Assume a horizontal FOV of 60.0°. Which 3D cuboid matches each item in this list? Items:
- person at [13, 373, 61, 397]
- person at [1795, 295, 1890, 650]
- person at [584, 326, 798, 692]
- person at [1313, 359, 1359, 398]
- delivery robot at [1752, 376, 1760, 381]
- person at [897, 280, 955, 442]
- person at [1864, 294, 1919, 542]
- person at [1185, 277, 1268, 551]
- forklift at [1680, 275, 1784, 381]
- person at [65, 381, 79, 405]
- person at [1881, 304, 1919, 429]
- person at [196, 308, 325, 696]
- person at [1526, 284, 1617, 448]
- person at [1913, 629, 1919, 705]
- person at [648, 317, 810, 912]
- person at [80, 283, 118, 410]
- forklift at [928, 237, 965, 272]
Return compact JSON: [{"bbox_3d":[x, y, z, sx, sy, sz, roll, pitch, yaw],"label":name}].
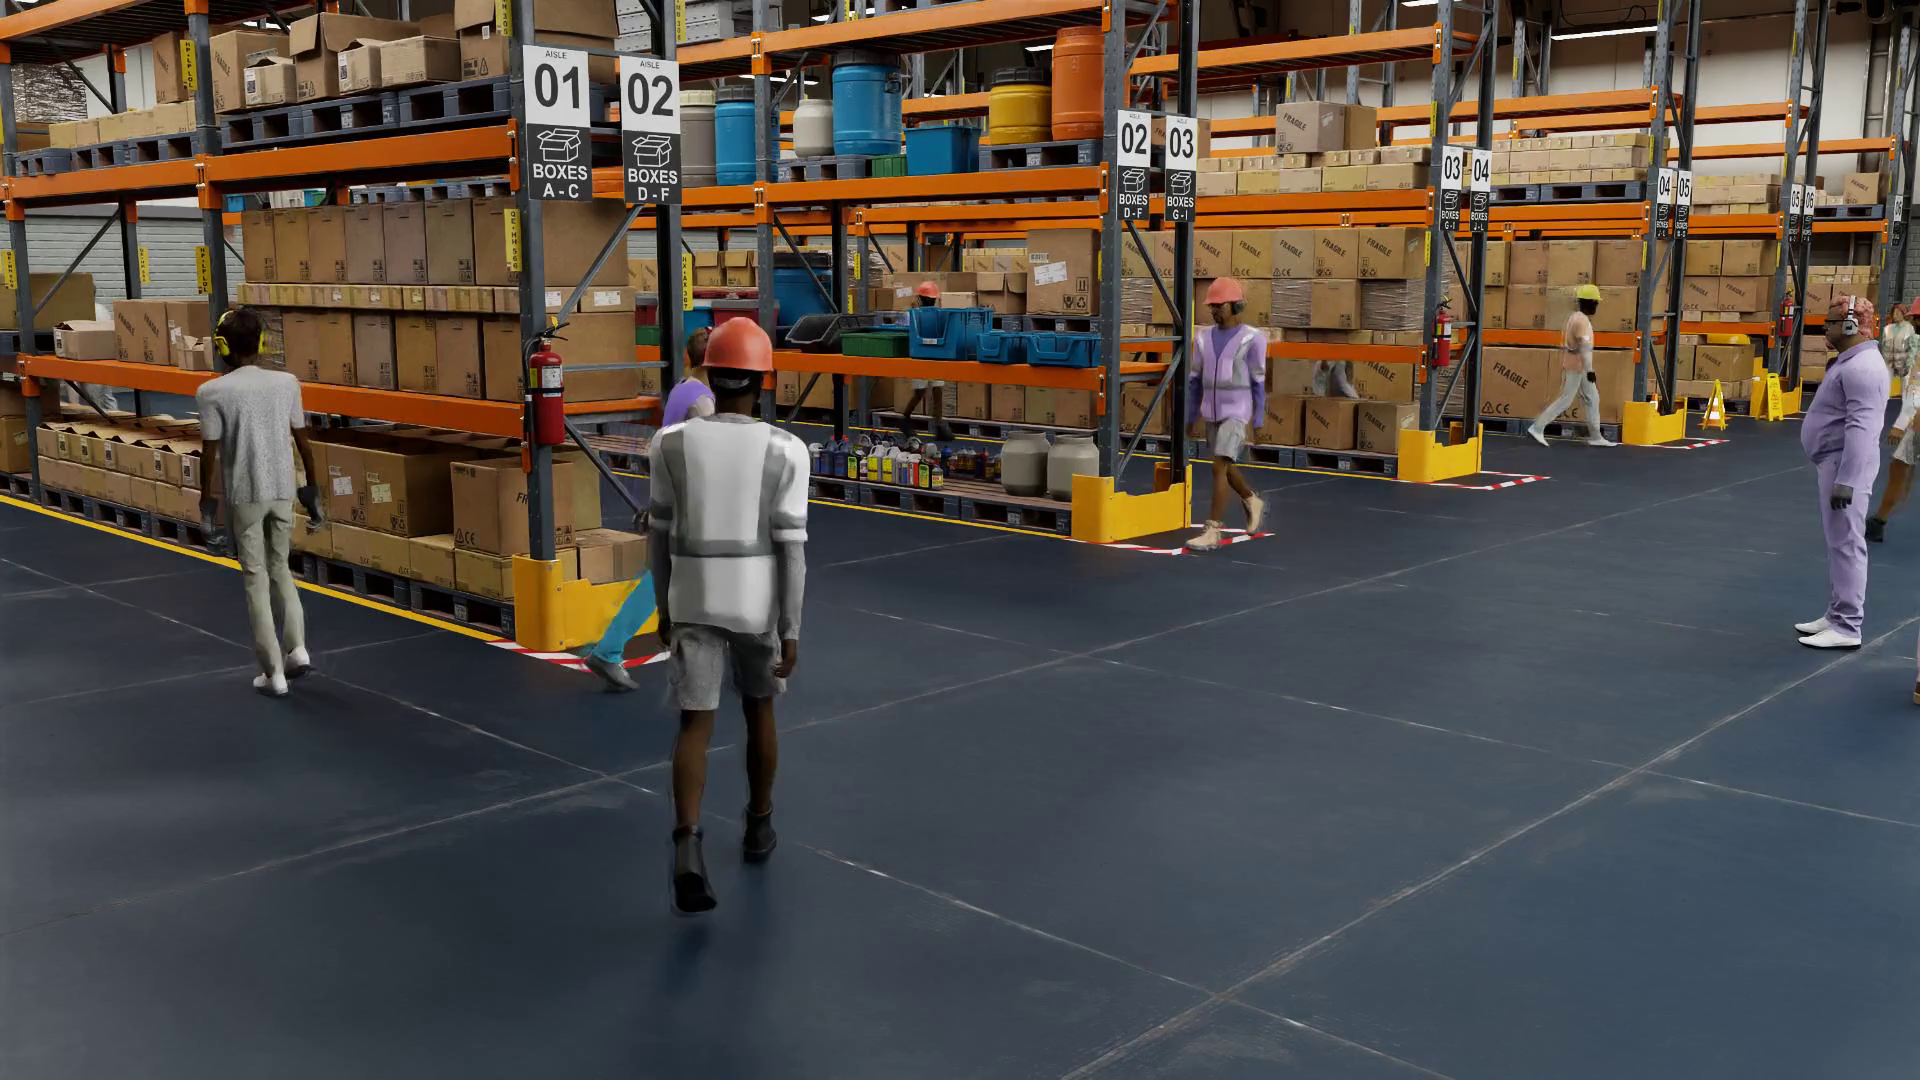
[{"bbox_3d":[-10.530,-1.958,19.059,0.434,1.817,0.623,9,13,42],"label":"person"},{"bbox_3d":[4.785,-0.369,9.053,0.401,1.907,0.648,4,10,25],"label":"person"},{"bbox_3d":[-1.374,-0.173,8.273,1.066,1.781,0.580,-2,10,-14],"label":"person"},{"bbox_3d":[4.876,-2.396,21.459,0.871,1.922,0.619,9,13,44],"label":"person"},{"bbox_3d":[11.858,-2.401,25.489,0.707,0.478,0.477,5,10,27],"label":"delivery robot"},{"bbox_3d":[-0.422,-2.154,19.984,0.780,1.916,0.557,8,12,40],"label":"person"},{"bbox_3d":[7.150,-0.882,12.273,0.984,1.896,0.566,6,11,34],"label":"person"},{"bbox_3d":[2.027,-0.958,12.411,0.614,2.006,0.995,9,13,43],"label":"person"},{"bbox_3d":[12.480,-3.427,27.053,1.214,2.155,2.313,9,13,43],"label":"forklift"},{"bbox_3d":[-12.285,-2.619,22.580,0.613,1.994,0.395,-6,11,-35],"label":"person"},{"bbox_3d":[11.903,-2.194,21.185,0.856,1.591,0.518,-5,11,-29],"label":"person"},{"bbox_3d":[-3.369,-0.180,8.032,0.421,1.859,0.581,9,13,44],"label":"person"},{"bbox_3d":[7.094,-2.015,19.225,0.951,1.885,0.587,4,10,24],"label":"person"},{"bbox_3d":[4.762,-0.210,7.812,0.396,1.991,0.623,7,11,36],"label":"person"},{"bbox_3d":[-0.760,0.227,5.438,0.546,1.903,0.936,0,9,-1],"label":"person"},{"bbox_3d":[-9.710,-1.951,18.658,0.352,1.937,0.635,0,9,-2],"label":"person"},{"bbox_3d":[-0.326,-5.817,39.609,1.129,2.768,1.873,9,13,43],"label":"forklift"}]
